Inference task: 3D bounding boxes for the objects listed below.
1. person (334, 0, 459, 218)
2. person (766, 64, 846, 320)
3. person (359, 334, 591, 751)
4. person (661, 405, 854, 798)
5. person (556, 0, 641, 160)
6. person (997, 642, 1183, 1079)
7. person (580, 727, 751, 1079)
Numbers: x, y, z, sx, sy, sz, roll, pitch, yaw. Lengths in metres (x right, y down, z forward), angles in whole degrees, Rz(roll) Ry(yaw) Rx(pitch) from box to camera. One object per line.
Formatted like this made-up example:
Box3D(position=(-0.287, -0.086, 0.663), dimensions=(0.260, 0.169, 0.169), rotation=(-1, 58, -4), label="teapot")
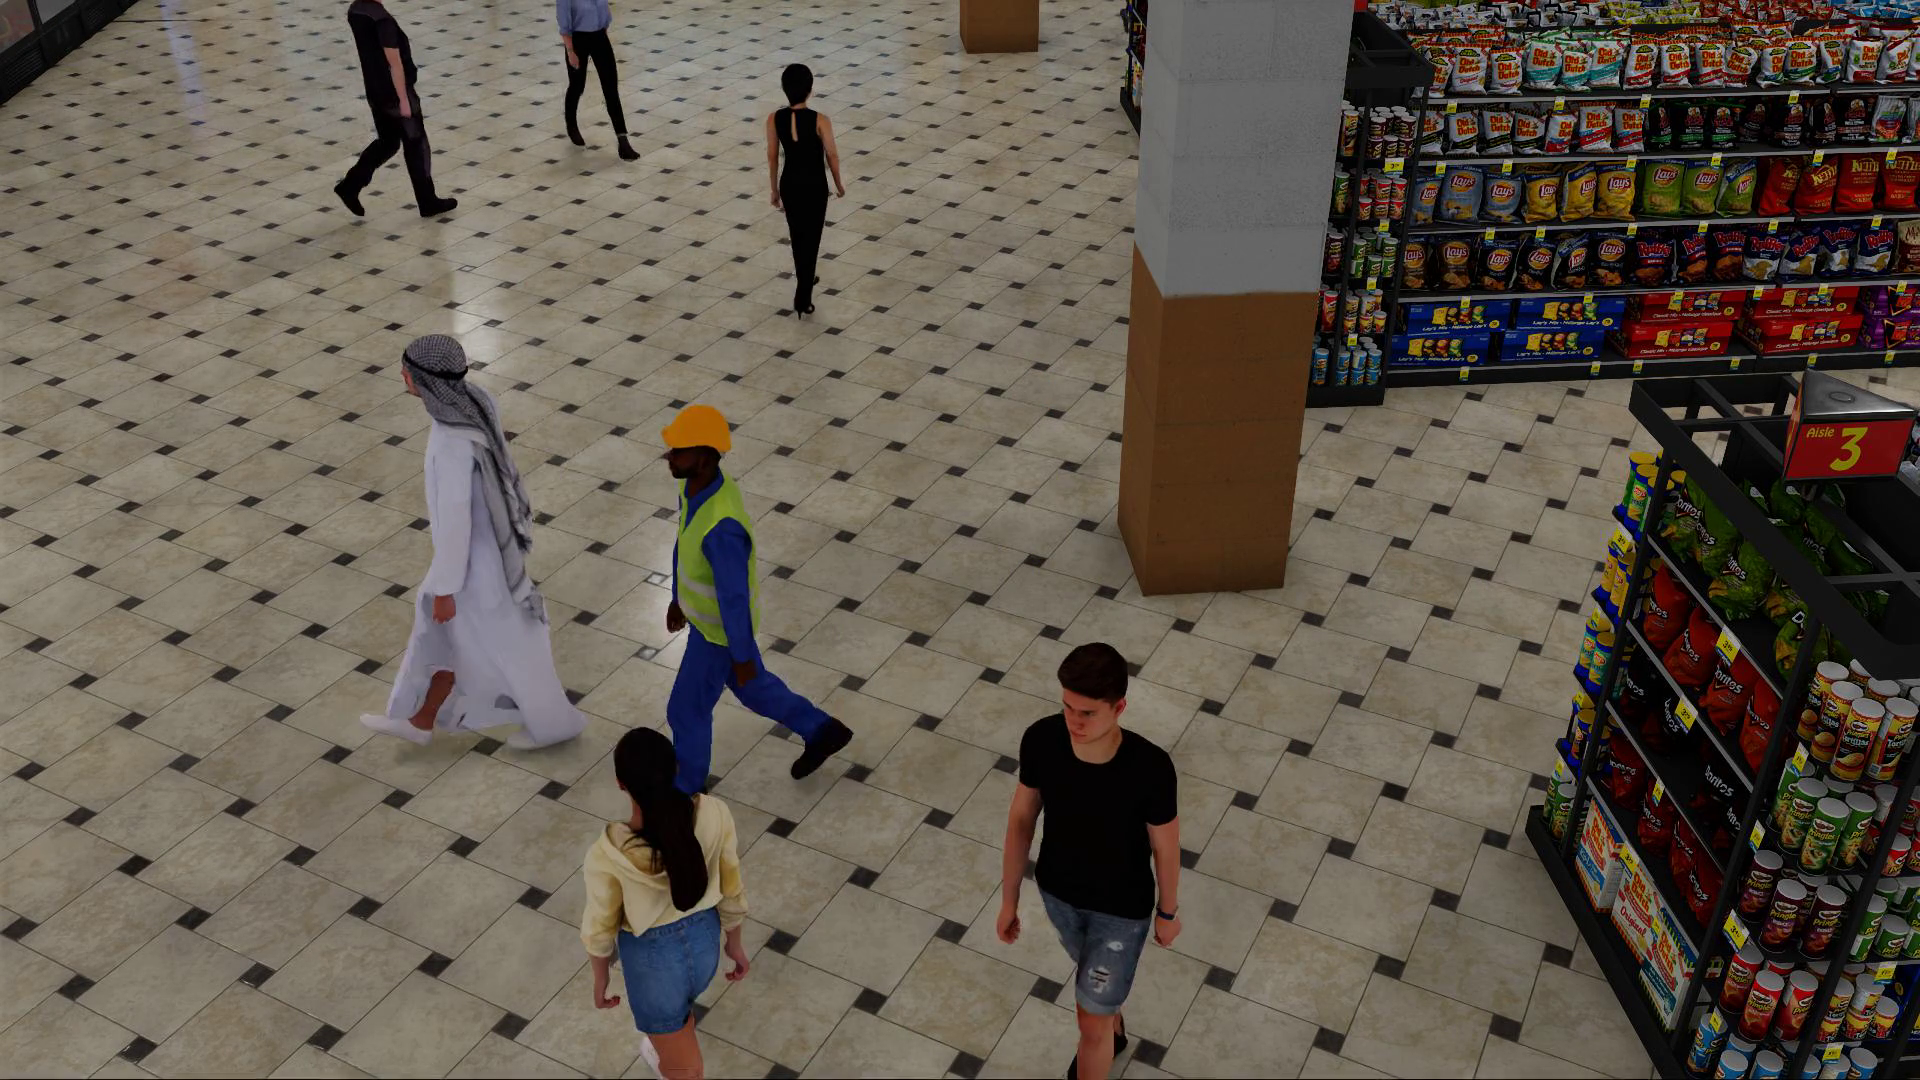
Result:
Box3D(position=(-4.113, -3.134, 11.783), dimensions=(1.204, 1.828, 1.076), rotation=(-23, 39, -33), label="person")
Box3D(position=(-1.006, -2.139, 10.419), dimensions=(0.865, 1.579, 0.831), rotation=(10, 33, 16), label="person")
Box3D(position=(-1.799, 0.075, 6.562), dimensions=(1.201, 1.895, 0.821), rotation=(-7, 33, -12), label="person")
Box3D(position=(-0.836, 0.287, 6.320), dimensions=(1.203, 1.791, 0.813), rotation=(-9, 33, -14), label="person")
Box3D(position=(-2.976, -3.847, 13.058), dimensions=(1.180, 1.691, 1.175), rotation=(-26, 41, -36), label="person")
Box3D(position=(0.467, 1.030, 5.098), dimensions=(1.017, 1.820, 1.045), rotation=(19, 36, 27), label="person")
Box3D(position=(-0.819, 1.287, 4.893), dimensions=(1.133, 1.599, 1.046), rotation=(-21, 37, -29), label="person")
